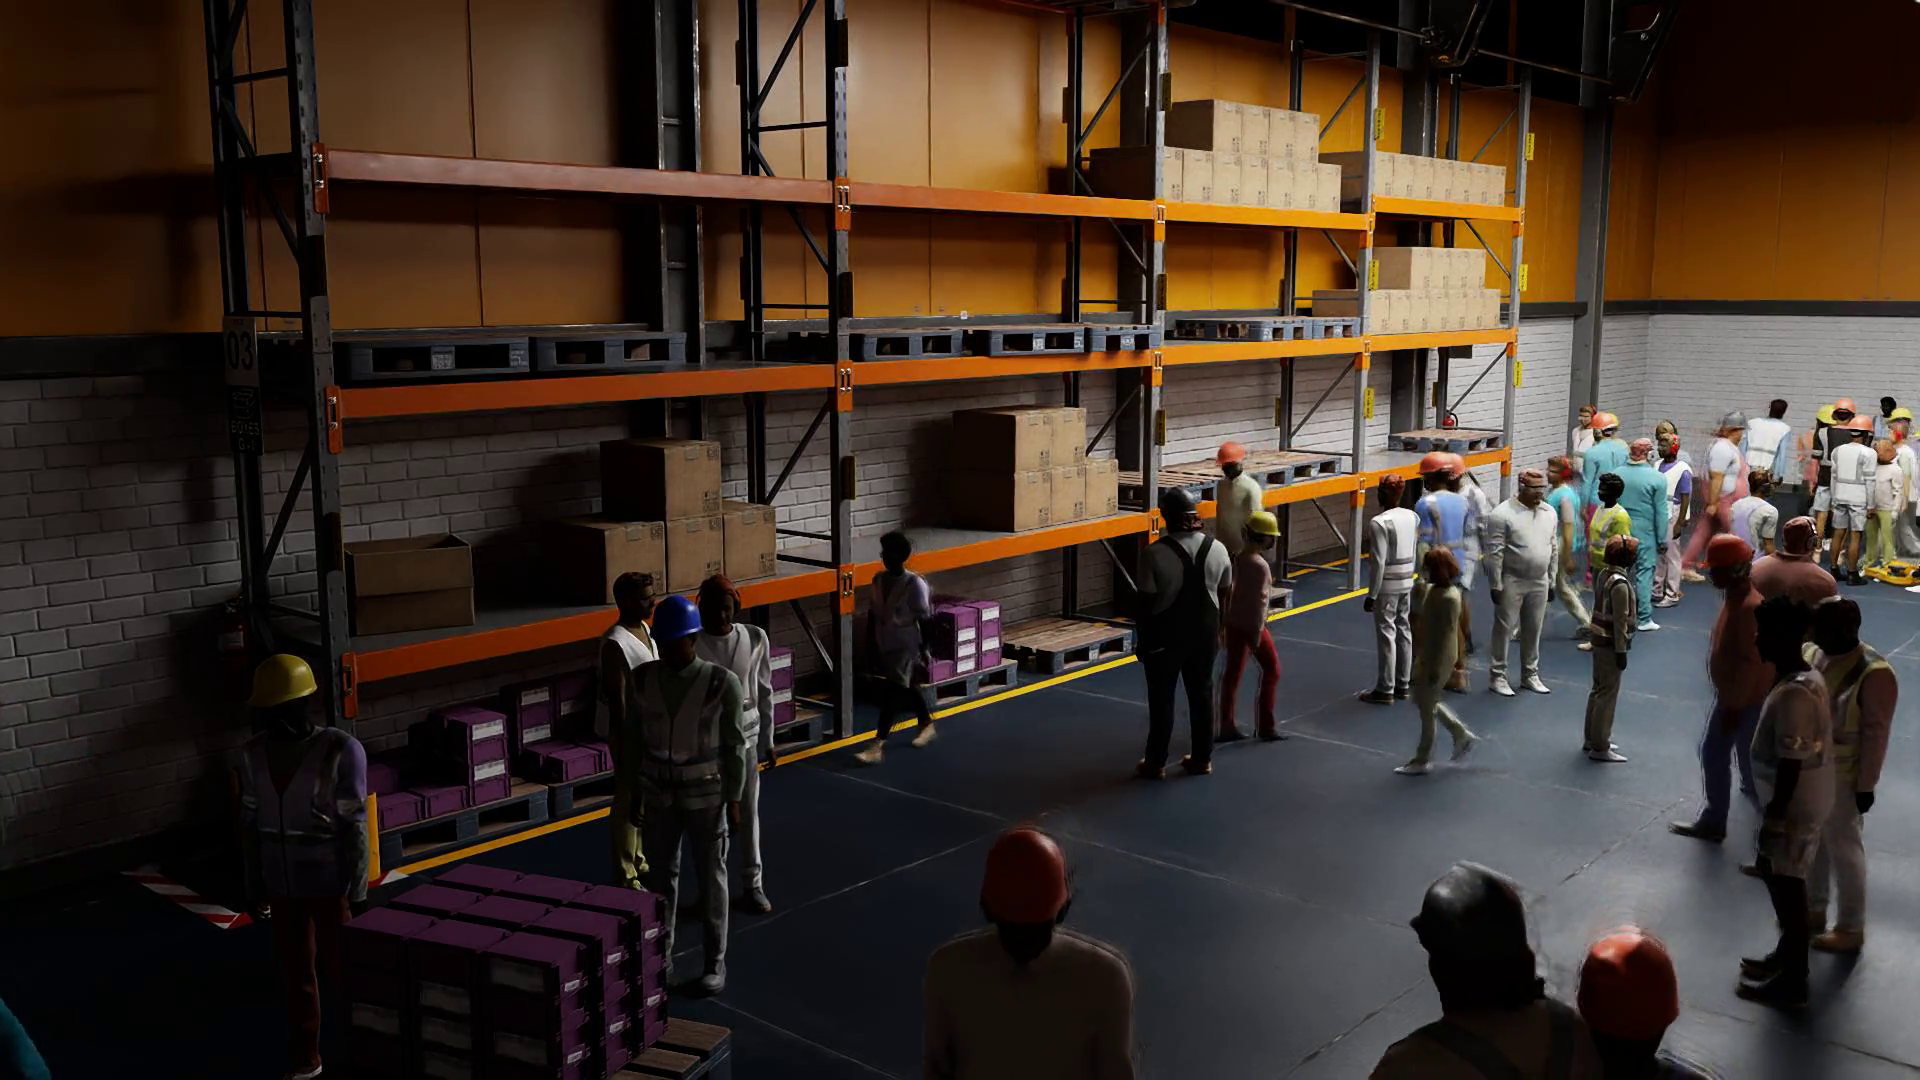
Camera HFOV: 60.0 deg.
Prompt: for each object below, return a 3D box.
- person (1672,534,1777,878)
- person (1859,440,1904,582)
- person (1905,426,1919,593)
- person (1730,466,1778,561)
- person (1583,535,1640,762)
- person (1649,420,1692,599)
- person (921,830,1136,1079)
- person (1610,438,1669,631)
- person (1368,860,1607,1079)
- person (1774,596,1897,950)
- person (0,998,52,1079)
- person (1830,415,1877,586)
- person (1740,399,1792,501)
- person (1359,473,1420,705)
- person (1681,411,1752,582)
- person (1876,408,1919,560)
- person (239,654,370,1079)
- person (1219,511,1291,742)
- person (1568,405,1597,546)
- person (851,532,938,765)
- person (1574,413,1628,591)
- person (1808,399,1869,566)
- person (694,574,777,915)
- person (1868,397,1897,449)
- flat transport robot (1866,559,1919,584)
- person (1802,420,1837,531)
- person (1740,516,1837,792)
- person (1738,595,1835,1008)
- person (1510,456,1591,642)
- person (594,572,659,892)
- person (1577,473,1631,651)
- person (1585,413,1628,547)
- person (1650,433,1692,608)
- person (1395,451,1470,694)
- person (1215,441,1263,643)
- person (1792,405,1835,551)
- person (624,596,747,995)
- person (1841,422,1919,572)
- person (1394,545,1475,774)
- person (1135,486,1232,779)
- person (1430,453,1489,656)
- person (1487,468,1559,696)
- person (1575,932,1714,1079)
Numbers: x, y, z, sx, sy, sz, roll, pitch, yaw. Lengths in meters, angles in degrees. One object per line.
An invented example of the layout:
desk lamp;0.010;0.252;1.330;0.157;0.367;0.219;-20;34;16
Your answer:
person;4.628;0.945;9.851;0.568;1.942;0.820;2;9;12
person;10.541;-0.337;19.058;0.285;1.632;0.499;-3;9;-17
person;10.714;-0.368;18.387;0.600;1.913;0.423;-7;11;-38
person;6.890;0.274;14.483;0.350;1.837;0.502;-3;9;-17
person;4.682;0.769;11.932;0.312;1.632;0.514;2;9;11
person;7.592;-0.324;17.994;0.371;1.941;0.627;-8;12;-42
person;0.199;1.721;4.736;0.614;1.966;0.781;1;9;8
person;6.691;-0.059;16.435;0.401;1.899;0.650;-6;11;-34
person;1.186;1.759;4.234;0.704;2.000;0.804;-5;10;-27
person;4.514;1.187;8.625;0.431;1.828;0.640;-2;9;-12
person;-4.105;1.529;6.526;0.509;1.796;0.970;7;11;37
person;10.127;-0.449;18.845;0.387;1.929;0.544;-4;10;-23
person;10.735;-0.960;22.283;0.579;1.872;0.660;-8;12;-41
person;3.493;0.398;13.521;0.576;1.882;0.362;-7;11;-40
person;8.665;-0.498;18.791;1.043;2.000;0.690;4;10;22
person;11.516;-0.665;20.377;0.447;1.886;0.631;6;10;32
person;-2.721;1.408;6.906;0.586;1.921;0.386;2;9;14
person;2.223;0.646;12.384;0.671;1.733;0.517;-3;9;-21
person;8.179;-0.842;21.673;0.394;1.836;0.559;-3;9;-21
person;-0.453;0.753;11.961;0.892;1.650;0.543;-8;12;-43
person;7.124;-0.421;18.488;0.618;1.987;0.411;-4;10;-22
person;10.606;-0.692;20.100;0.617;2.028;0.410;5;10;28
person;-1.283;1.108;8.977;0.588;1.875;0.371;-4;10;-25
person;14.059;-1.335;25.296;0.317;1.696;0.537;-6;11;-35
flat transport robot;11.211;0.352;18.991;1.431;0.197;0.652;0;9;2
person;11.380;-0.829;21.924;0.490;1.728;0.324;3;9;18
person;5.485;0.785;10.997;0.397;1.900;0.635;-5;10;-31
person;3.943;1.233;7.935;0.402;1.951;0.636;4;10;23
person;5.647;0.089;15.782;0.915;1.796;0.563;2;9;10
person;-1.822;1.082;9.221;0.383;1.845;0.570;0;9;3
person;5.911;0.229;15.199;0.320;1.698;0.531;-1;9;-4
person;8.274;-0.747;21.320;0.332;1.777;0.528;-6;11;-33
person;7.467;-0.207;17.541;0.388;1.844;0.563;-2;9;-11
person;3.953;0.257;14.008;0.651;2.006;0.848;-6;10;-32
person;2.597;0.037;15.627;0.588;1.983;0.630;-5;10;-31
person;10.845;-0.767;21.026;0.627;1.894;0.455;8;12;41
person;-1.326;1.220;8.004;0.605;1.948;0.404;2;9;11
person;10.981;-0.491;19.538;0.928;1.800;0.572;4;10;25
person;3.321;0.833;11.555;0.553;1.616;0.514;-1;9;-5
person;1.505;0.626;11.540;0.681;2.000;0.535;-3;9;-17
person;4.471;0.152;15.092;0.801;1.882;0.569;-8;12;-41
person;4.680;0.348;13.797;0.645;1.900;0.399;-2;9;-16
person;1.612;1.851;4.140;0.557;1.895;1.001;5;10;29
